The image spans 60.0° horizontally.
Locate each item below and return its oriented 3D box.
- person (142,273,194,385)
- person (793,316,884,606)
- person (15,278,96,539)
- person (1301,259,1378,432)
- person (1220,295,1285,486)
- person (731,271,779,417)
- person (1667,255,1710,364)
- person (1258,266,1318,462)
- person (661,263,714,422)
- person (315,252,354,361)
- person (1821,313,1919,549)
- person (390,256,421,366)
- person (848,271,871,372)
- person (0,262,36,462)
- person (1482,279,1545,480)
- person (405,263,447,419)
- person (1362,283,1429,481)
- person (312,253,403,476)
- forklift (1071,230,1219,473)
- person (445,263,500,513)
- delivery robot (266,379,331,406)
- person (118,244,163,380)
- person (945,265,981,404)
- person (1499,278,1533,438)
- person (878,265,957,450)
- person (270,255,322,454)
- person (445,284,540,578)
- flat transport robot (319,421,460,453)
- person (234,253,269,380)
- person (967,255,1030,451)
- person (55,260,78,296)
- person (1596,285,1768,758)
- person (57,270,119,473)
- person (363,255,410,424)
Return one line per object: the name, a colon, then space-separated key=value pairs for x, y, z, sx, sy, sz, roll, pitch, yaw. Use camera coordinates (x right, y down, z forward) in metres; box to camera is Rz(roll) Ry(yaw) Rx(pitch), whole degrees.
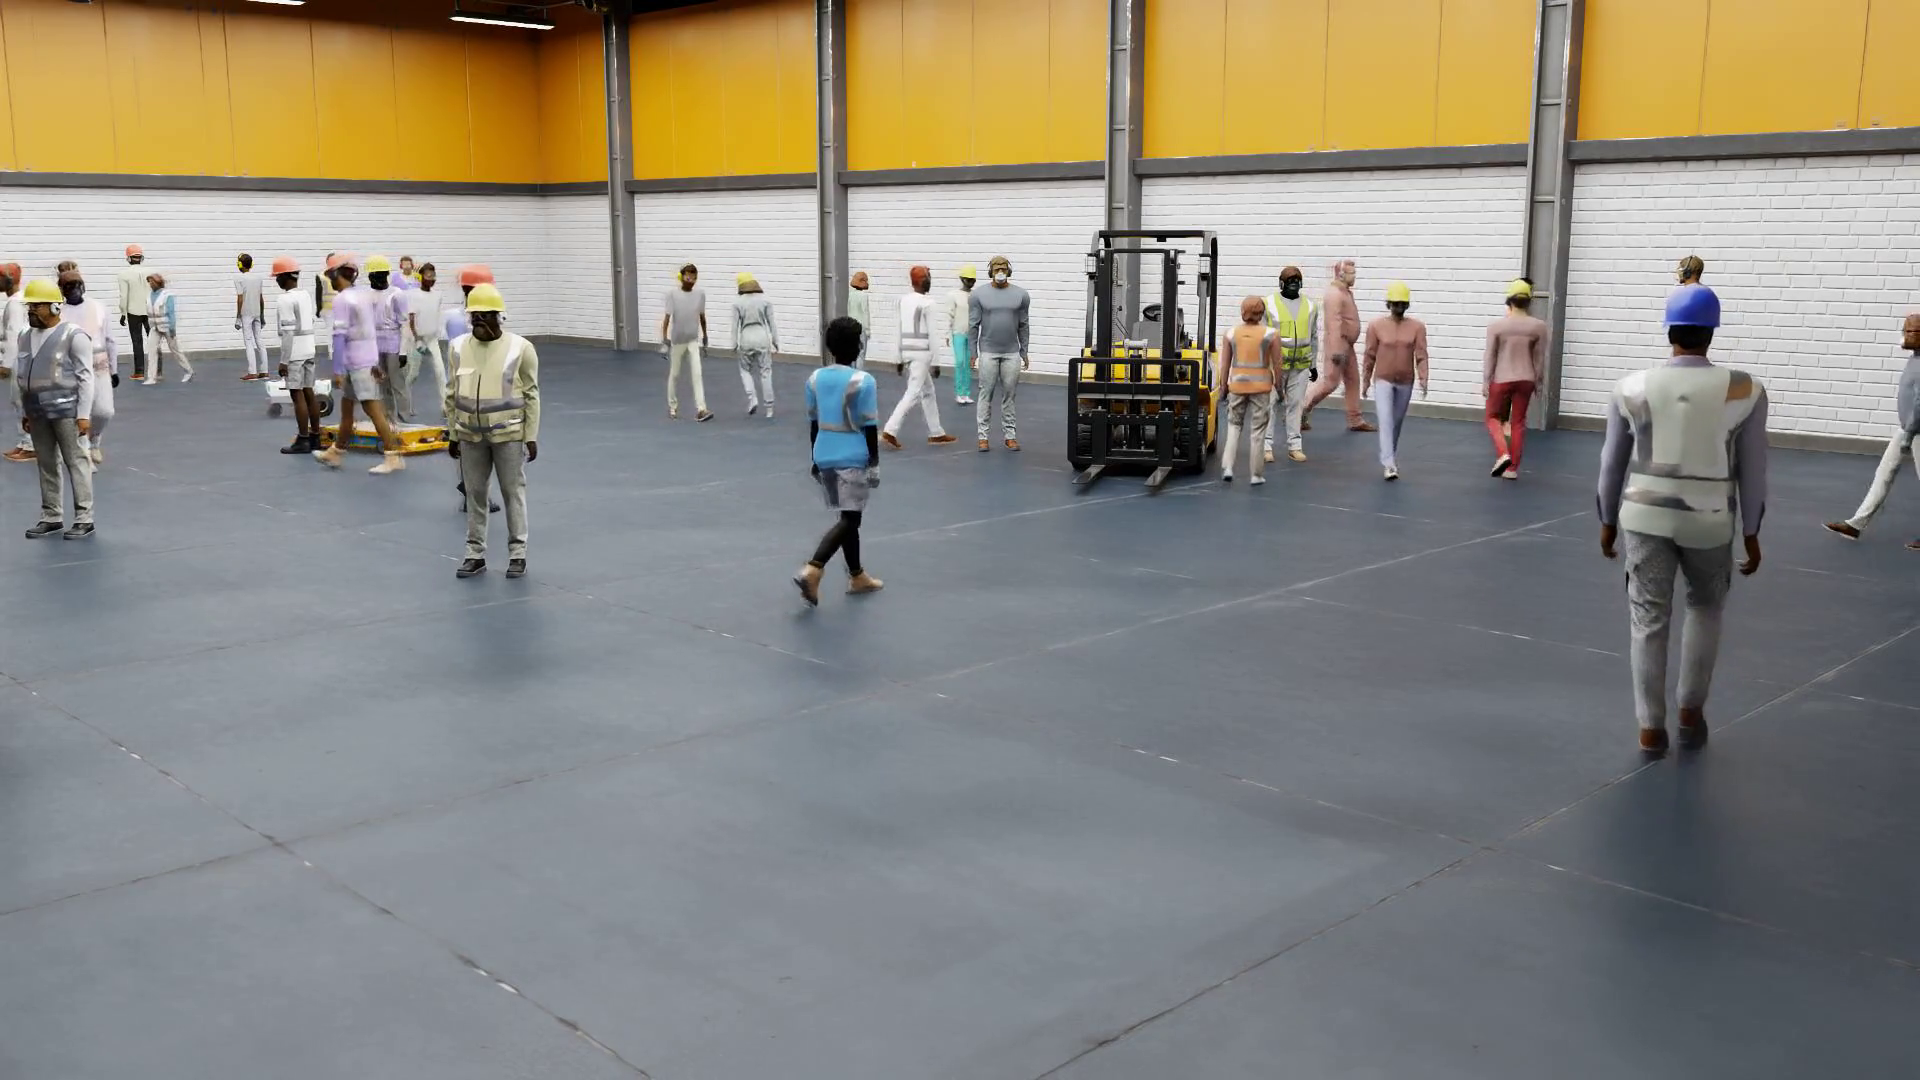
person: x=-11.466 y=-3.052 z=24.002 sx=0.520 sy=1.601 sz=0.826 roll=3 pitch=11 yaw=16
person: x=-0.714 y=-0.456 z=9.634 sx=0.537 sy=1.674 sz=0.757 roll=9 pitch=14 yaw=42
person: x=-6.380 y=-0.914 z=11.705 sx=0.597 sy=1.832 sz=0.404 roll=3 pitch=11 yaw=15
person: x=4.098 y=-2.108 z=18.093 sx=0.879 sy=1.879 sz=0.660 roll=5 pitch=11 yaw=24
person: x=2.485 y=-1.264 z=14.151 sx=0.538 sy=1.635 sz=0.376 roll=5 pitch=11 yaw=25
person: x=-2.407 y=-2.302 z=19.610 sx=0.586 sy=1.704 sz=0.442 roll=-2 pitch=11 yaw=-13
person: x=7.048 y=-1.782 z=16.140 sx=0.627 sy=1.941 sz=0.371 roll=-10 pitch=14 yaw=-43
person: x=3.090 y=-1.652 z=15.694 sx=0.621 sy=1.845 sz=0.429 roll=-2 pitch=11 yaw=-9
person: x=-3.151 y=-2.265 z=19.131 sx=0.632 sy=1.806 sz=0.996 roll=-6 pitch=12 yaw=-28
person: x=-10.638 y=-3.967 z=28.339 sx=0.639 sy=1.845 sz=0.429 roll=-6 pitch=12 yaw=-29
person: x=6.370 y=-0.731 z=11.311 sx=0.801 sy=1.592 sz=0.523 roll=3 pitch=11 yaw=14
person: x=-9.074 y=-3.784 z=27.465 sx=0.580 sy=1.798 sz=0.983 roll=-5 pitch=12 yaw=-25
person: x=-1.384 y=-2.893 z=23.029 sx=0.285 sy=1.634 sz=0.499 roll=-6 pitch=12 yaw=-30
person: x=-8.919 y=-1.677 z=15.730 sx=0.400 sy=1.882 sz=0.583 roll=-5 pitch=12 yaw=-27
person: x=4.808 y=-1.385 z=14.478 sx=0.537 sy=1.753 sz=0.381 roll=0 pitch=10 yaw=0
person: x=-6.248 y=-2.315 z=19.404 sx=1.006 sy=1.818 sz=0.503 roll=10 pitch=14 yaw=42
person: x=3.839 y=-1.400 z=14.673 sx=0.538 sy=1.714 sz=0.950 roll=0 pitch=10 yaw=1
person: x=-5.480 y=-1.571 z=14.928 sx=0.959 sy=1.973 sz=0.696 roll=0 pitch=10 yaw=-2
forklift: x=1.804 y=-1.825 z=15.677 sx=1.214 sy=2.155 sz=2.313 roll=2 pitch=11 yaw=13
person: x=-3.692 y=-1.152 z=12.745 sx=0.406 sy=1.917 sz=0.558 roll=3 pitch=11 yaw=16
delivery robot: x=-7.794 y=-1.773 z=19.610 sx=0.707 sy=0.478 sz=0.477 roll=-4 pitch=11 yaw=-20
person: x=-12.141 y=-3.369 z=24.636 sx=0.379 sy=1.996 sz=0.609 roll=8 pitch=13 yaw=38
person: x=0.132 y=-2.583 z=20.986 sx=0.554 sy=1.748 sz=0.593 roll=-5 pitch=11 yaw=-24
person: x=5.882 y=-1.926 z=17.613 sx=0.321 sy=1.689 sz=0.530 roll=4 pitch=11 yaw=20
person: x=-0.448 y=-1.826 z=16.661 sx=0.972 sy=1.846 sz=0.582 roll=-7 pitch=12 yaw=-33
person: x=-6.527 y=-1.810 z=16.299 sx=0.373 sy=1.934 sz=0.549 roll=1 pitch=10 yaw=5
person: x=-2.924 y=-0.673 z=10.375 sx=0.587 sy=1.835 sz=0.404 roll=1 pitch=10 yaw=5
flat transport robot: x=-5.770 y=-1.039 z=16.638 sx=1.431 sy=0.197 sz=0.652 roll=6 pitch=12 yaw=28
person: x=-10.502 y=-3.295 z=24.584 sx=0.309 sy=1.868 sz=0.535 roll=5 pitch=11 yaw=24
person: x=0.386 y=-1.842 z=16.467 sx=0.635 sy=1.938 sz=0.361 roll=-2 pitch=11 yaw=-11
person: x=-11.223 y=-2.594 z=20.869 sx=0.531 sy=1.829 sz=0.531 roll=8 pitch=13 yaw=37
person: x=2.986 y=-0.086 z=6.913 sx=0.645 sy=1.924 sz=0.688 roll=5 pitch=11 yaw=24
person: x=-7.956 y=-1.521 z=15.031 sx=0.489 sy=1.826 sz=0.643 roll=10 pitch=14 yaw=43
person: x=-6.011 y=-2.008 z=17.407 sx=0.594 sy=1.924 sz=0.383 roll=7 pitch=12 yaw=33
